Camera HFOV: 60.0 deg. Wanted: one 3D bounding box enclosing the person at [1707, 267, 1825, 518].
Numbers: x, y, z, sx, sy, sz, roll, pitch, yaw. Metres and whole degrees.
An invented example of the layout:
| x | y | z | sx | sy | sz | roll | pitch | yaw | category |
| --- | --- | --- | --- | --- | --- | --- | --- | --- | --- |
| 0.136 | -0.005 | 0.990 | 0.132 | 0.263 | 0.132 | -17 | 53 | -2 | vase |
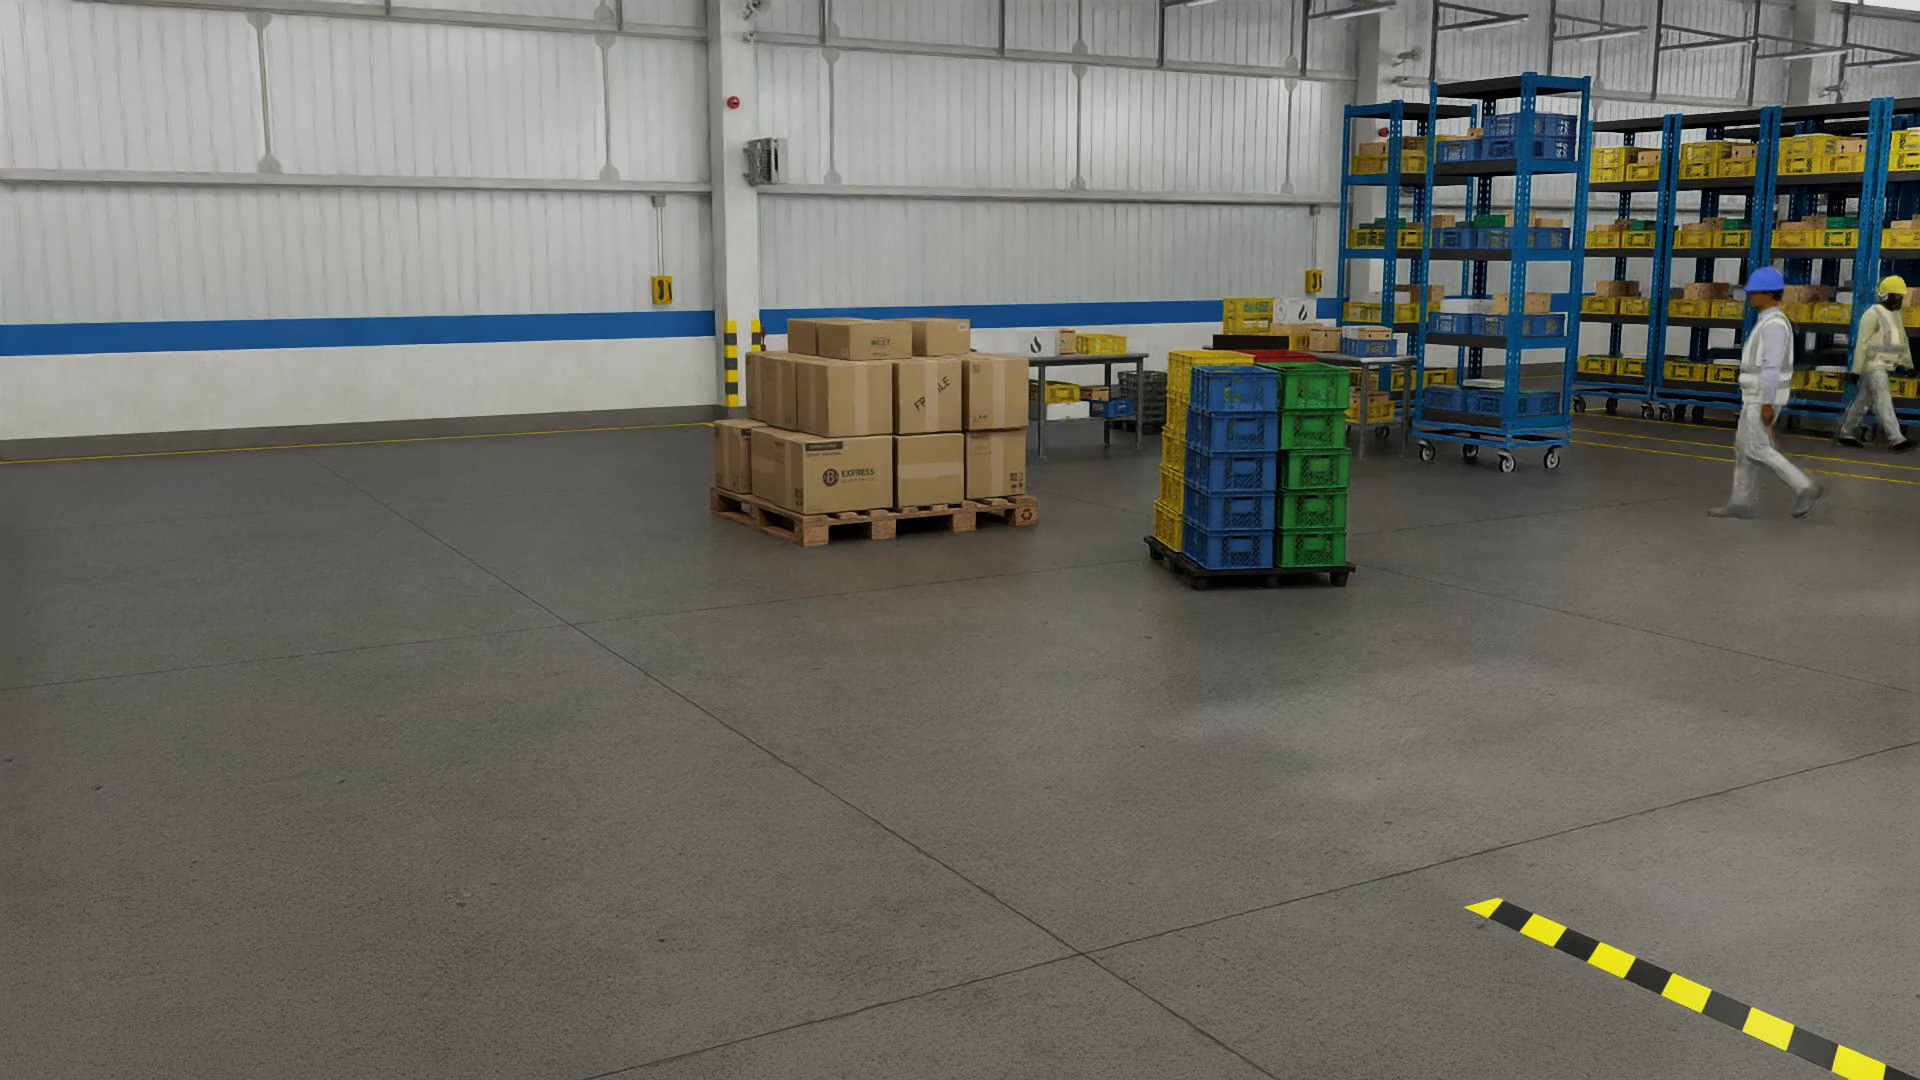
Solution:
| x | y | z | sx | sy | sz | roll | pitch | yaw | category |
| --- | --- | --- | --- | --- | --- | --- | --- | --- | --- |
| 6.113 | -1.082 | 12.522 | 0.687 | 1.928 | 0.608 | 4 | 11 | 20 | person |

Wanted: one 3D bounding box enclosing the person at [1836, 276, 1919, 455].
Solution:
| x | y | z | sx | sy | sz | roll | pitch | yaw | category |
| --- | --- | --- | --- | --- | --- | --- | --- | --- | --- |
| 9.321 | -1.762 | 16.770 | 0.598 | 1.781 | 0.921 | -8 | 13 | -38 | person |
